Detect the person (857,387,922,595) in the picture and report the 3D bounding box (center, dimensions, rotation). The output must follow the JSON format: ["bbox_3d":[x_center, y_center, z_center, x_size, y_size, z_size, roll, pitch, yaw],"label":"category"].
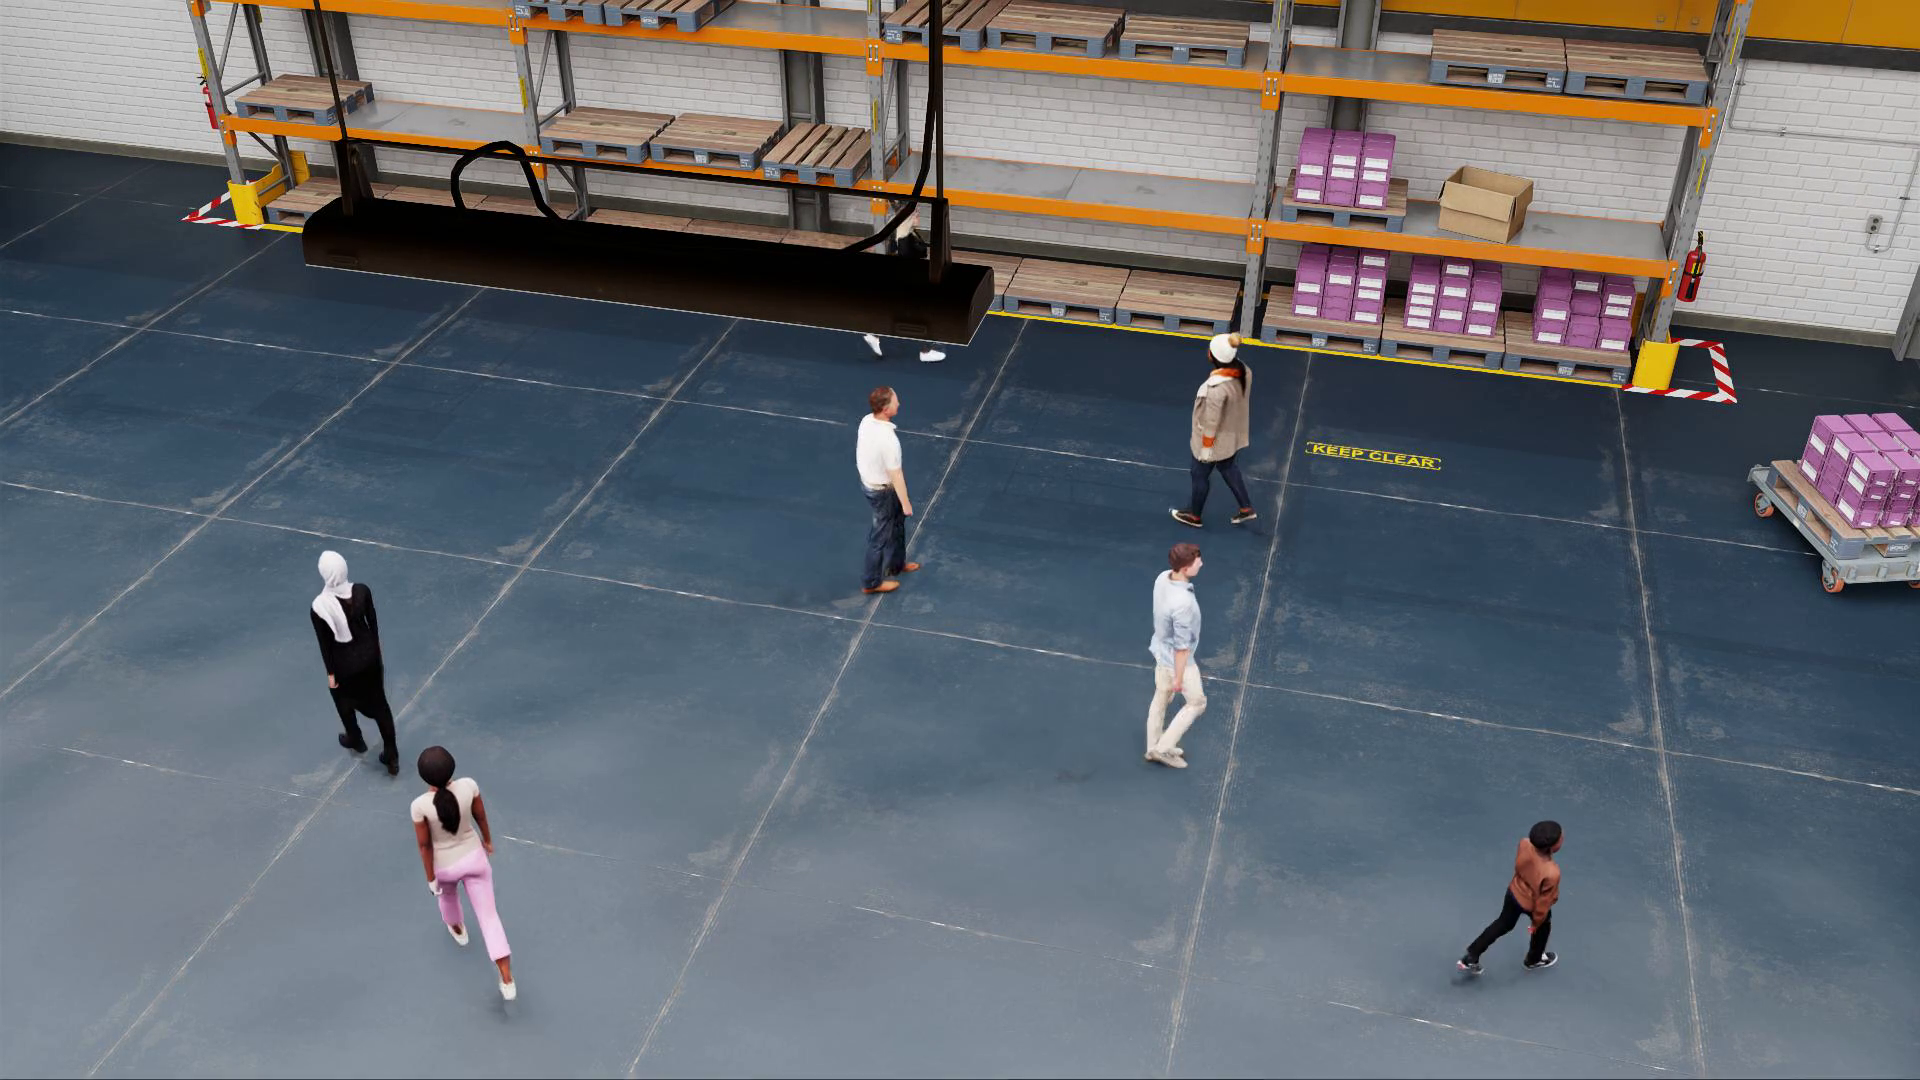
[{"bbox_3d":[-0.715,-0.366,13.129,0.979,1.840,0.914,-13,36,-18],"label":"person"}]

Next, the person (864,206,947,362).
[{"bbox_3d":[-0.581,-2.520,16.534,1.129,1.659,0.817,0,34,0],"label":"person"}]

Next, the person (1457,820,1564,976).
[{"bbox_3d":[3.320,2.149,9.893,0.962,1.235,0.843,-13,36,-19],"label":"person"}]

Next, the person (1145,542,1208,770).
[{"bbox_3d":[1.370,0.802,11.375,0.788,1.837,0.762,-7,34,-11],"label":"person"}]

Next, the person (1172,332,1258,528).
[{"bbox_3d":[2.238,-0.916,13.915,1.062,1.887,0.927,24,41,32],"label":"person"}]

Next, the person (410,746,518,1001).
[{"bbox_3d":[-2.897,1.968,9.744,1.093,1.700,1.194,-19,38,-26],"label":"person"}]

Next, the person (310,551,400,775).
[{"bbox_3d":[-4.059,0.888,11.317,0.848,1.758,0.960,-29,43,-36],"label":"person"}]
